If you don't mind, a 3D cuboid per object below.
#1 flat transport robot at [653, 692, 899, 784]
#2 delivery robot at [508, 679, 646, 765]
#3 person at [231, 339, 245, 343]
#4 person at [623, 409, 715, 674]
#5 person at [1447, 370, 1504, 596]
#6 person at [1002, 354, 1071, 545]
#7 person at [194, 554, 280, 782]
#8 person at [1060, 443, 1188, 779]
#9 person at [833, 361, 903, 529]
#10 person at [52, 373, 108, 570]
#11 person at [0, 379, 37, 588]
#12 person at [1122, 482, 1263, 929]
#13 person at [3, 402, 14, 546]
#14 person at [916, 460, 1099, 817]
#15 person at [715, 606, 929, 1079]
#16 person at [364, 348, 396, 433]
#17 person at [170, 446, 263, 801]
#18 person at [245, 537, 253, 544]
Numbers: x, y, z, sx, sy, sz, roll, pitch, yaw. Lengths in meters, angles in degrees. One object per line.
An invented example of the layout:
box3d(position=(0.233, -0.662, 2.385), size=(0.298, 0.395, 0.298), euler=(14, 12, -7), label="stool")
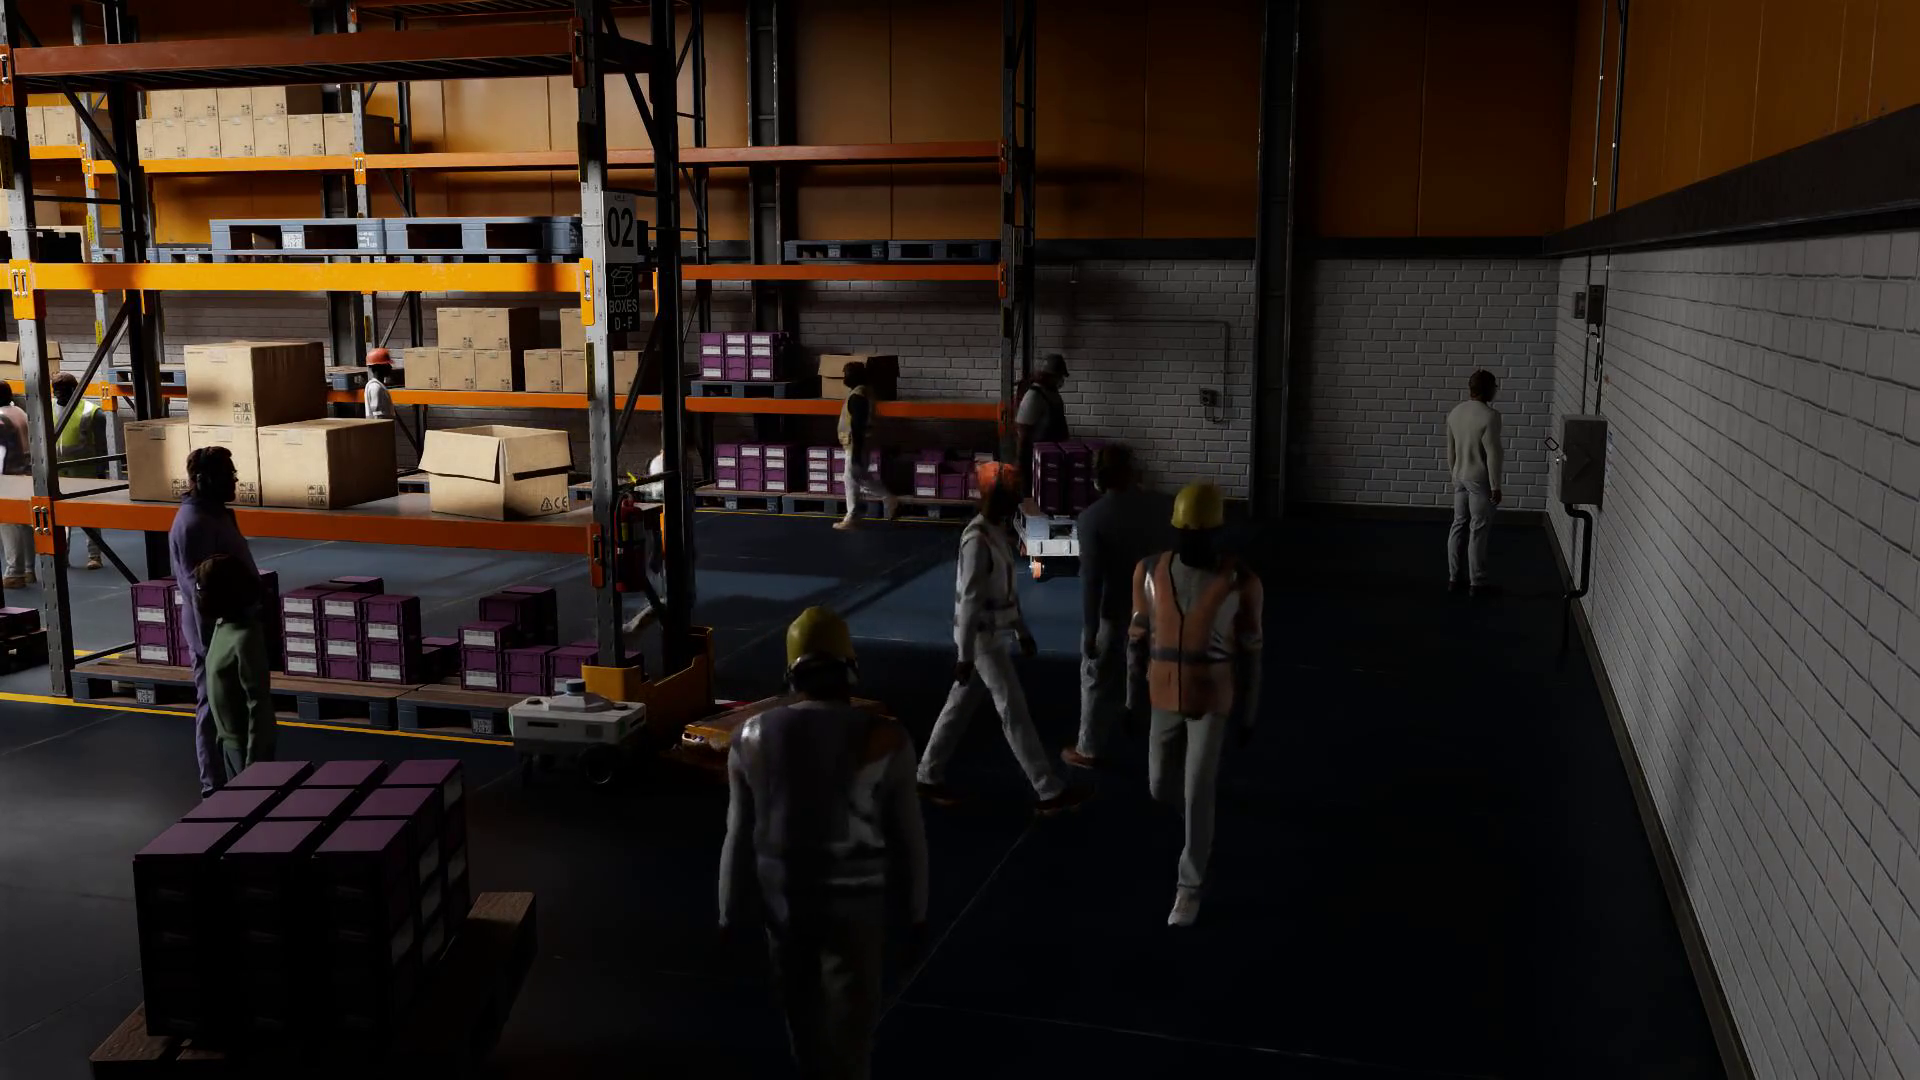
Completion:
box3d(position=(-1.036, 1.107, 9.608), size=(0.652, 0.197, 1.431), euler=(6, 11, 33), label="flat transport robot")
box3d(position=(-2.093, 1.002, 9.099), size=(0.707, 0.478, 0.477), euler=(2, 10, 13), label="delivery robot")
box3d(position=(-8.222, -1.338, 19.309), size=(0.679, 1.978, 0.663), euler=(2, 9, 11), label="person")
box3d(position=(-2.025, 0.022, 11.441), size=(0.622, 1.843, 0.534), euler=(3, 10, 18), label="person")
box3d(position=(4.430, -0.490, 14.276), size=(0.373, 1.940, 0.629), euler=(-4, 10, -22), label="person")
box3d(position=(0.699, -0.908, 16.513), size=(0.806, 2.000, 0.724), euler=(3, 10, 17), label="person")
box3d(position=(-3.010, 0.861, 6.969), size=(0.285, 1.632, 0.499), euler=(-7, 11, -35), label="person")
box3d(position=(0.938, 0.418, 9.027), size=(0.653, 1.873, 0.951), euler=(-4, 10, -24), label="person")
box3d(position=(-1.009, -1.002, 17.758), size=(0.659, 1.822, 0.622), euler=(1, 9, 6), label="person")
box3d(position=(-8.250, -0.629, 15.439), size=(0.619, 1.838, 0.430), euler=(-2, 9, -10), label="person")
box3d(position=(-8.392, -0.498, 14.616), size=(0.430, 1.845, 0.619), euler=(-1, 9, -7), label="person")
box3d(position=(1.040, 0.672, 7.297), size=(0.598, 1.905, 0.747), euler=(5, 11, 29), label="person")
box3d(position=(-9.579, -0.801, 16.492), size=(0.404, 1.831, 0.601), euler=(4, 10, 25), label="person")
box3d(position=(0.192, 0.506, 8.533), size=(0.986, 1.836, 0.574), euler=(1, 9, 5), label="person")
box3d(position=(-0.403, 1.087, 5.181), size=(0.632, 1.759, 1.002), euler=(1, 9, 8), label="person")
box3d(position=(-6.258, -1.110, 18.044), size=(0.347, 1.943, 0.545), euler=(-4, 10, -22), label="person")
box3d(position=(-3.787, 0.466, 8.544), size=(0.407, 1.906, 0.655), euler=(-3, 10, -20), label="person")
box3d(position=(-7.493, -0.858, 16.884), size=(0.451, 1.833, 0.575), euler=(-5, 11, -29), label="person")
